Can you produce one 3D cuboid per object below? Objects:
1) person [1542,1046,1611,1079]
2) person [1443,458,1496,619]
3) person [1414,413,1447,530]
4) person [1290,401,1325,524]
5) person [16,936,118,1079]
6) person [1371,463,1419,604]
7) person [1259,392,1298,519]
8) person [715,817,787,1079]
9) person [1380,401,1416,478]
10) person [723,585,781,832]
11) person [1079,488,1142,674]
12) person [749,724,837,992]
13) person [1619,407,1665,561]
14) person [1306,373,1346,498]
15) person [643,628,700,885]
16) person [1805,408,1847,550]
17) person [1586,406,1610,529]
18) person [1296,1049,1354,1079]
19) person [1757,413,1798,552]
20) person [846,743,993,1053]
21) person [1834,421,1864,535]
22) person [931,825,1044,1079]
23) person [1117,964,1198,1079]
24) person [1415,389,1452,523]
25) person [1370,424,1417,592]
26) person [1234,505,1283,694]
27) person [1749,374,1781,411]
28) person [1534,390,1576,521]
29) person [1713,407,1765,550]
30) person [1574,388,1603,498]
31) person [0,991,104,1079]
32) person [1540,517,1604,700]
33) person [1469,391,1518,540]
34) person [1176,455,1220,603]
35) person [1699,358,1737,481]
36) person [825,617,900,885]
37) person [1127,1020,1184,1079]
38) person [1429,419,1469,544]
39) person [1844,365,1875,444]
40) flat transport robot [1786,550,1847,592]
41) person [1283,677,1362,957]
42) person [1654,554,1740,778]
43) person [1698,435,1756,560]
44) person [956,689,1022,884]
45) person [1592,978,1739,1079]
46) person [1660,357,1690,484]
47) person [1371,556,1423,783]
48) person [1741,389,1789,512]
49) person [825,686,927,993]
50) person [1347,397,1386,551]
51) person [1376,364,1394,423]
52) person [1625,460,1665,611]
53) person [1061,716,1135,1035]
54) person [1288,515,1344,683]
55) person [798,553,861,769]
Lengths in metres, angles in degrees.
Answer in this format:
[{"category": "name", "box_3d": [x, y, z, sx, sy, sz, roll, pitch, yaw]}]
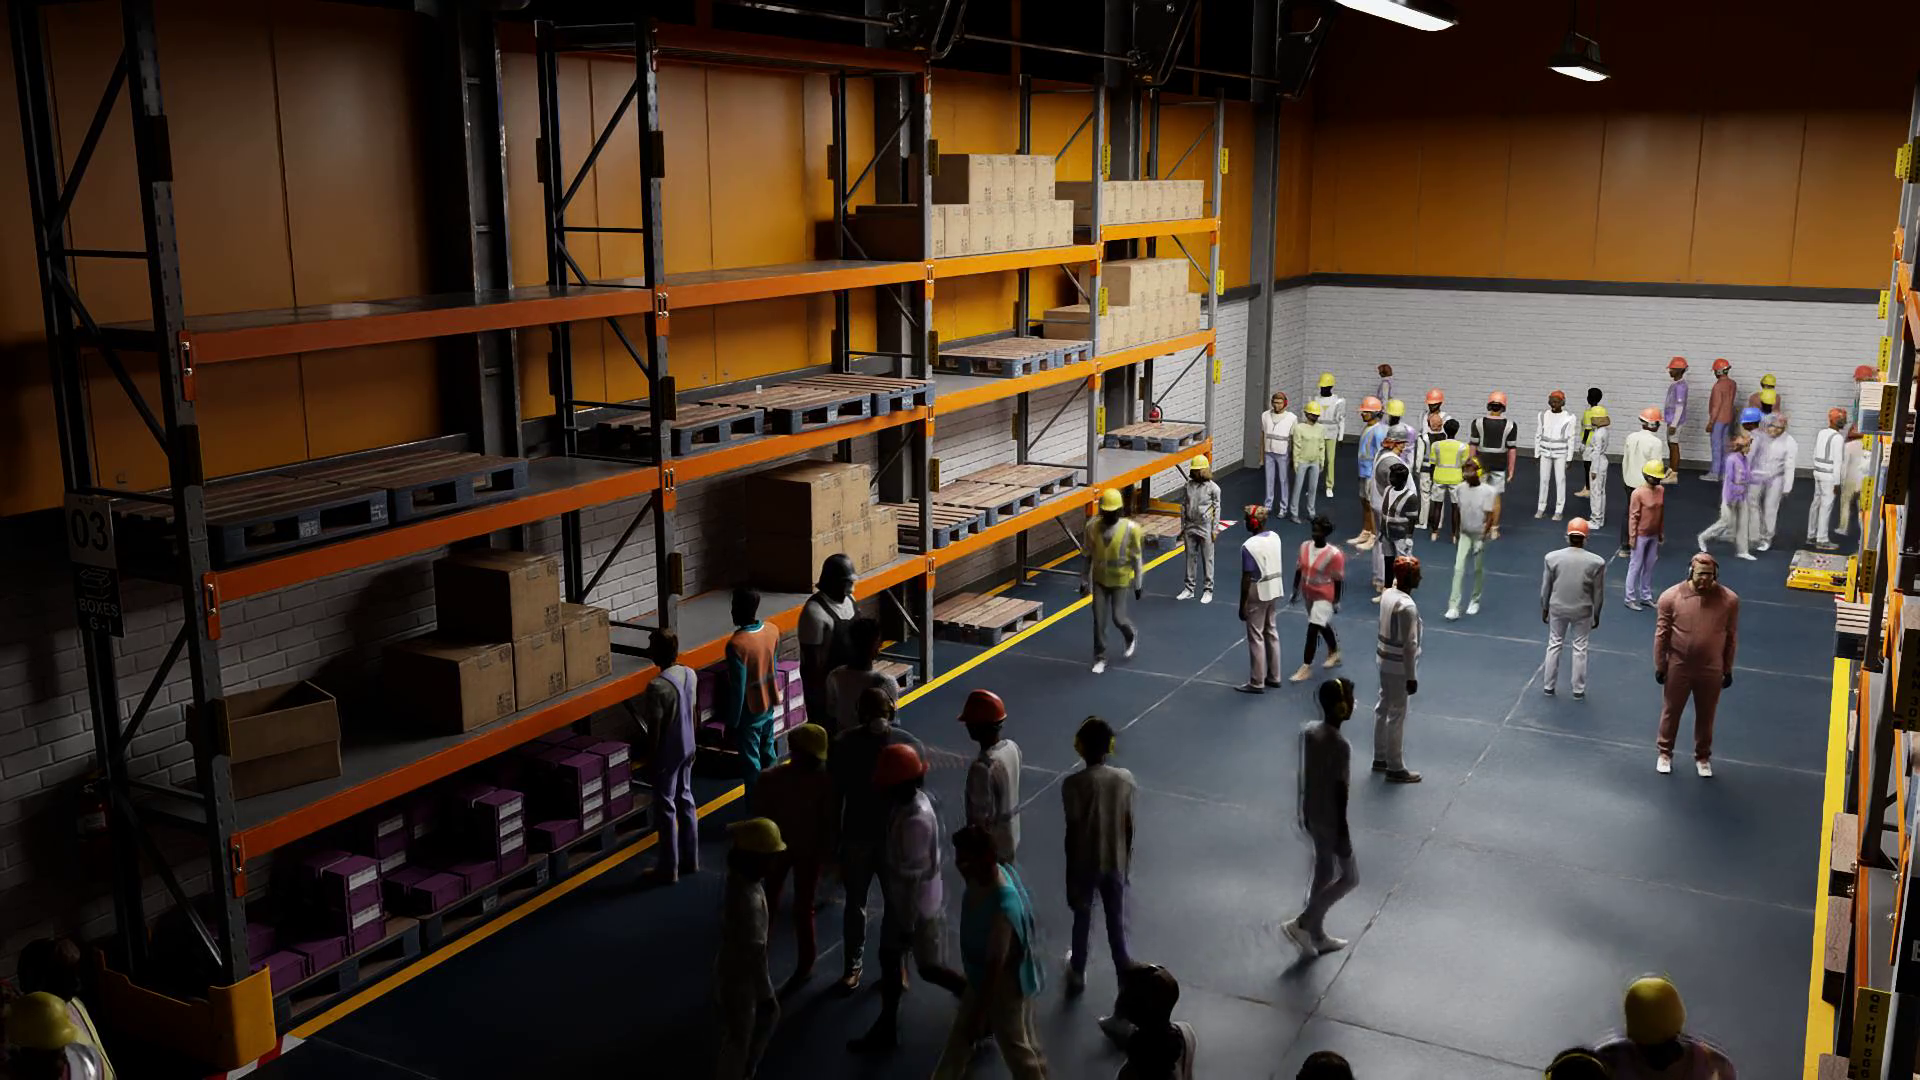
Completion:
[{"category": "person", "box_3d": [2.293, 2.739, 6.318, 0.500, 1.844, 0.542, 7, 14, 28]}, {"category": "person", "box_3d": [5.696, -0.003, 18.613, 0.485, 1.817, 0.913, 10, 16, 37]}, {"category": "person", "box_3d": [6.607, -0.950, 23.269, 0.525, 1.639, 0.307, -3, 13, -11]}, {"category": "person", "box_3d": [4.974, -1.103, 23.693, 0.530, 1.761, 0.339, -4, 13, -19]}, {"category": "person", "box_3d": [-3.818, 2.560, 7.107, 0.430, 1.841, 0.624, -5, 13, -21]}, {"category": "person", "box_3d": [5.021, -0.055, 19.138, 0.321, 1.694, 0.529, -7, 14, -28]}, {"category": "person", "box_3d": [4.613, -1.235, 24.109, 0.559, 1.836, 0.394, 10, 16, 37]}, {"category": "person", "box_3d": [-1.118, 2.265, 8.685, 0.453, 1.720, 0.494, -2, 13, -9]}, {"category": "person", "box_3d": [5.899, -0.958, 22.763, 0.600, 1.898, 0.668, 4, 13, 19]}, {"category": "person", "box_3d": [-1.574, 1.283, 12.638, 0.391, 1.920, 0.588, 6, 14, 26]}, {"category": "person", "box_3d": [1.537, 0.377, 16.735, 0.618, 1.902, 0.616, 6, 14, 23]}, {"category": "person", "box_3d": [-1.030, 1.938, 10.173, 0.568, 1.721, 0.342, -1, 13, -5]}, {"category": "person", "box_3d": [8.821, -0.727, 21.474, 0.392, 1.990, 0.614, -4, 13, -19]}, {"category": "person", "box_3d": [5.616, -1.612, 25.588, 0.589, 1.924, 0.383, 4, 13, 18]}, {"category": "person", "box_3d": [-2.048, 1.519, 11.780, 0.349, 1.836, 0.517, 6, 14, 26]}, {"category": "person", "box_3d": [11.559, -0.824, 22.149, 0.337, 1.883, 0.584, 0, 13, 1]}, {"category": "person", "box_3d": [8.937, -1.023, 23.386, 0.321, 1.737, 0.483, 8, 15, 30]}, {"category": "person", "box_3d": [1.320, 2.776, 6.215, 0.736, 1.800, 0.646, 0, 13, 1]}, {"category": "person", "box_3d": [10.706, -0.769, 21.949, 0.619, 1.868, 0.694, -8, 15, -32]}, {"category": "person", "box_3d": [-0.174, 2.025, 9.401, 0.879, 1.899, 0.551, -3, 13, -12]}, {"category": "person", "box_3d": [12.327, -0.817, 22.751, 0.538, 1.600, 0.634, -1, 13, -5]}, {"category": "person", "box_3d": [0.056, 2.287, 8.412, 0.968, 1.792, 0.574, -3, 13, -12]}, {"category": "person", "box_3d": [0.777, 2.609, 6.868, 0.342, 1.846, 0.508, 8, 15, 30]}, {"category": "person", "box_3d": [6.743, -1.203, 23.758, 0.387, 1.929, 0.544, -9, 16, -36]}, {"category": "person", "box_3d": [5.176, -0.394, 19.871, 0.535, 2.000, 0.684, 0, 13, -1]}, {"category": "person", "box_3d": [2.901, 0.569, 16.048, 0.398, 1.833, 0.571, 12, 17, 42]}, {"category": "person", "box_3d": [12.958, -1.806, 26.832, 0.525, 1.761, 0.340, -1, 13, -4]}, {"category": "person", "box_3d": [8.550, -1.222, 23.953, 0.576, 1.880, 0.351, 11, 16, 40]}, {"category": "person", "box_3d": [10.366, -0.825, 22.089, 0.702, 1.909, 0.629, 6, 14, 25]}, {"category": "person", "box_3d": [9.712, -1.497, 25.590, 0.532, 1.696, 0.319, -12, 17, -42]}, {"category": "person", "box_3d": [-3.644, 2.661, 6.693, 0.403, 1.825, 0.595, 7, 14, 29]}, {"category": "person", "box_3d": [5.839, 0.647, 15.886, 0.569, 1.744, 0.350, 7, 14, 28]}, {"category": "person", "box_3d": [7.243, -1.010, 22.663, 0.612, 2.030, 0.403, 4, 13, 17]}, {"category": "person", "box_3d": [2.777, -0.130, 19.364, 0.492, 1.742, 0.315, 9, 16, 36]}, {"category": "person", "box_3d": [12.296, -1.949, 26.951, 0.609, 1.989, 0.391, -10, 16, -39]}, {"category": "person", "box_3d": [-0.694, 1.499, 11.605, 0.629, 1.946, 0.637, 10, 16, 37]}, {"category": "person", "box_3d": [0.766, 2.726, 6.680, 0.541, 1.696, 0.315, 5, 14, 22]}, {"category": "person", "box_3d": [6.593, -0.793, 22.459, 0.537, 1.693, 0.319, 6, 14, 26]}, {"category": "person", "box_3d": [14.196, -1.775, 26.218, 0.495, 1.964, 0.633, 2, 13, 11]}, {"category": "flat transport robot", "box_3d": [10.581, 0.372, 20.440, 0.652, 0.197, 1.431, 7, 14, 29]}, {"category": "person", "box_3d": [2.342, 1.778, 10.571, 0.427, 1.855, 0.546, -4, 13, -16]}, {"category": "person", "box_3d": [6.093, 1.038, 13.798, 0.636, 1.900, 0.399, 3, 13, 11]}, {"category": "person", "box_3d": [10.022, -0.563, 21.567, 0.542, 1.619, 0.655, -8, 15, -33]}, {"category": "person", "box_3d": [0.163, 1.842, 10.113, 0.389, 1.930, 0.543, 6, 14, 25]}, {"category": "person", "box_3d": [2.817, 2.636, 6.698, 0.629, 1.864, 0.961, 4, 13, 16]}, {"category": "person", "box_3d": [11.446, -1.920, 26.691, 0.364, 2.048, 0.608, 4, 13, 16]}, {"category": "person", "box_3d": [3.625, 1.054, 13.745, 0.358, 1.883, 0.572, -2, 13, -7]}, {"category": "person", "box_3d": [11.658, -1.258, 24.124, 0.619, 1.859, 1.001, 3, 13, 13]}, {"category": "person", "box_3d": [-0.516, 1.823, 10.178, 0.629, 1.940, 0.372, 0, 13, -1]}, {"category": "person", "box_3d": [5.412, -0.882, 22.053, 0.370, 2.044, 0.608, -1, 13, -5]}, {"category": "person", "box_3d": [7.453, -2.276, 29.207, 0.309, 1.640, 0.513, 5, 13, 19]}, {"category": "person", "box_3d": [7.852, -0.054, 19.008, 0.528, 1.752, 0.340, -7, 14, -29]}, {"category": "person", "box_3d": [0.825, 1.969, 9.898, 0.500, 1.793, 1.020, -4, 13, -16]}, {"category": "person", "box_3d": [3.592, 0.551, 16.538, 0.878, 1.664, 0.527, -8, 15, -33]}, {"category": "person", "box_3d": [-0.982, 1.077, 13.288, 0.536, 2.000, 0.703, 7, 14, 28]}]
